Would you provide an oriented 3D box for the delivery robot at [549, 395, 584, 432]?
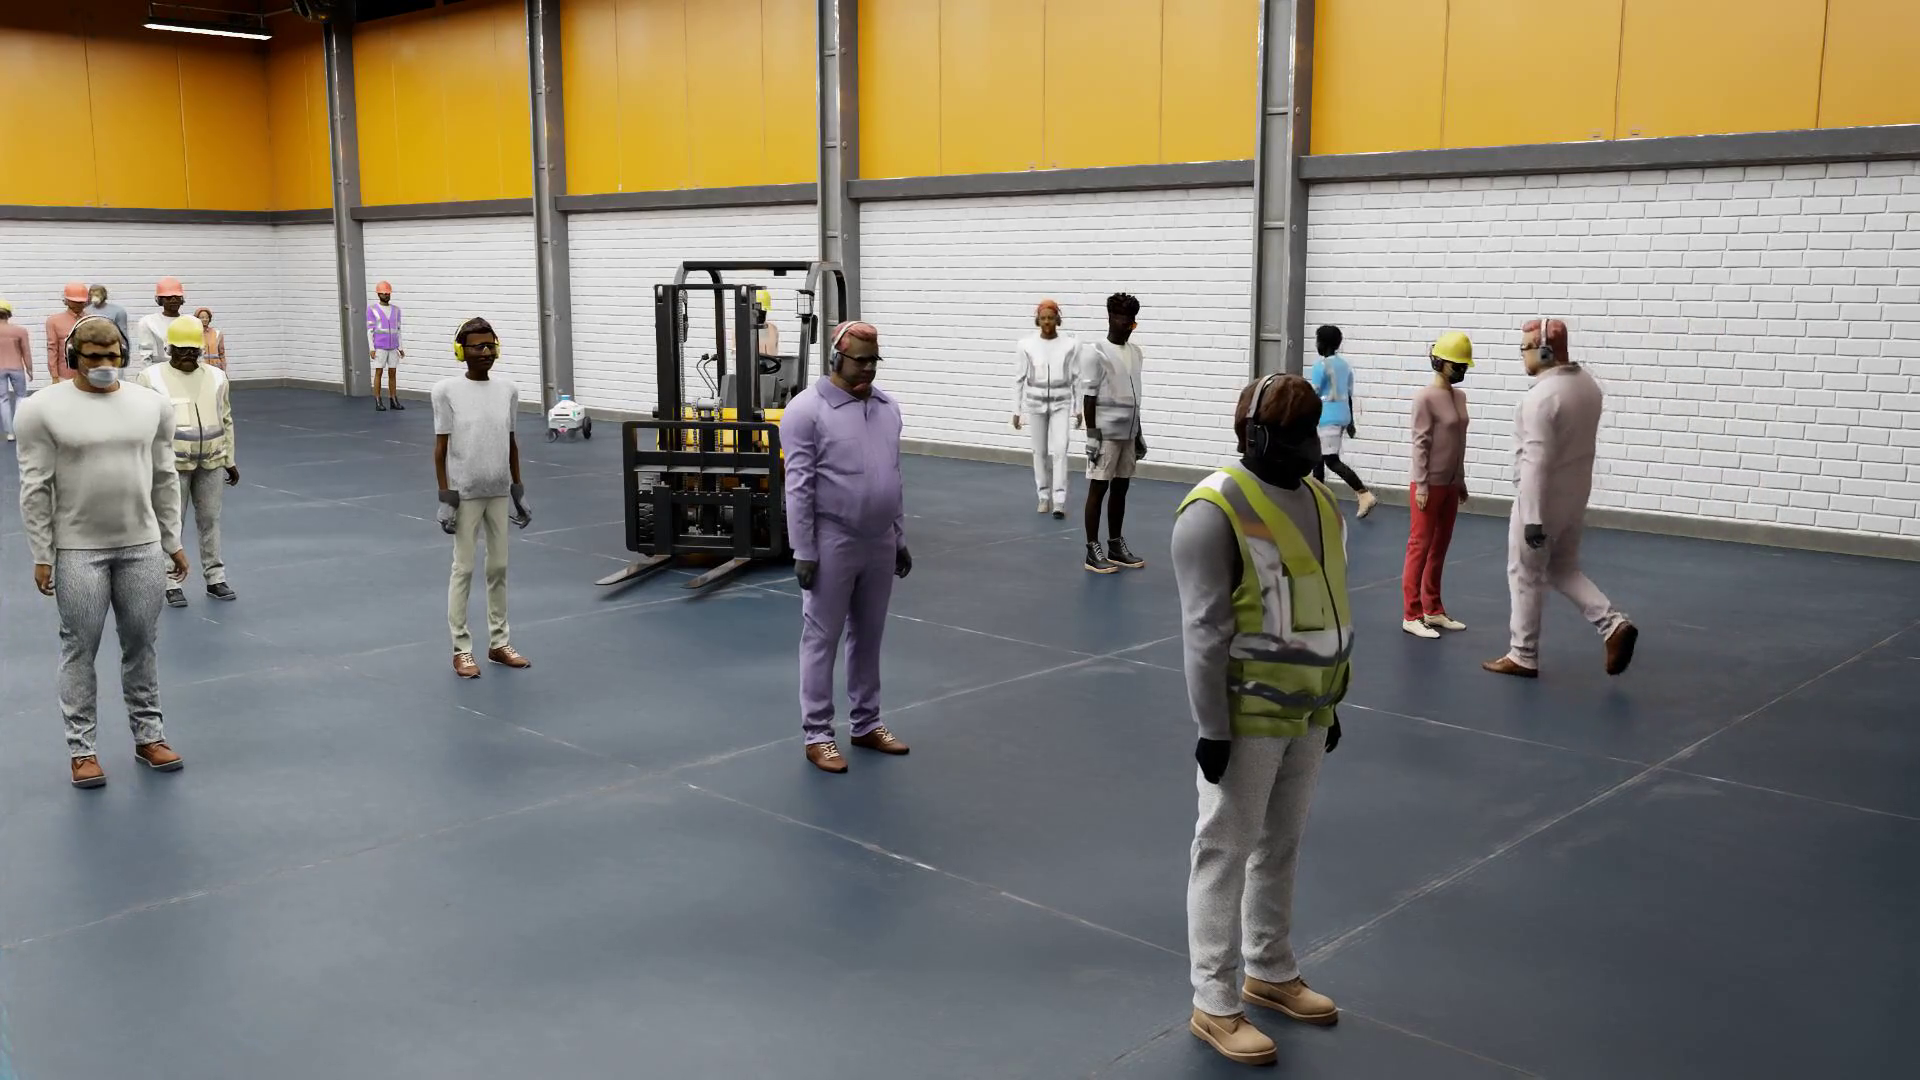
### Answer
[{"bbox_3d":[-4.855,-1.542,20.526,0.477,0.478,0.707,-1,9,-4],"label":"delivery robot"}]

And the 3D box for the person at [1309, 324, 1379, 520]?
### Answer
[{"bbox_3d":[3.213,-1.004,14.140,0.842,1.658,0.524,7,12,37],"label":"person"}]

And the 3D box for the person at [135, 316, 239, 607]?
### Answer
[{"bbox_3d":[-4.870,-0.497,10.531,0.403,1.822,0.589,9,13,43],"label":"person"}]

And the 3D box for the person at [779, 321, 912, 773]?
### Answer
[{"bbox_3d":[-0.454,0.020,7.120,0.407,1.902,0.639,9,13,43],"label":"person"}]

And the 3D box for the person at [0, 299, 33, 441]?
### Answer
[{"bbox_3d":[-11.726,-2.088,20.473,0.547,1.750,0.363,-5,11,-29],"label":"person"}]

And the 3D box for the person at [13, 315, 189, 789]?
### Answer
[{"bbox_3d":[-3.531,0.039,6.904,0.372,1.934,0.627,9,13,43],"label":"person"}]

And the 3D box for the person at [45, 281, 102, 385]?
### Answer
[{"bbox_3d":[-9.420,-1.766,17.811,0.392,1.986,0.610,9,13,43],"label":"person"}]

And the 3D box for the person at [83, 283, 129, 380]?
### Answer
[{"bbox_3d":[-11.661,-2.540,22.730,0.639,1.926,0.606,-2,9,-9],"label":"person"}]

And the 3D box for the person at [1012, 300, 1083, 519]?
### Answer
[{"bbox_3d":[0.743,-1.106,14.197,0.607,1.837,0.922,1,9,6],"label":"person"}]

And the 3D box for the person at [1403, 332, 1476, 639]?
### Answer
[{"bbox_3d":[2.790,-0.319,9.633,0.326,1.760,0.524,9,13,43],"label":"person"}]

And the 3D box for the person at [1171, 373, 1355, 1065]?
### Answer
[{"bbox_3d":[0.849,0.469,4.547,0.429,1.845,0.621,9,13,43],"label":"person"}]

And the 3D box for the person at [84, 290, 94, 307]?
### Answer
[{"bbox_3d":[-13.046,-2.824,24.853,0.906,1.813,0.515,-5,11,-29],"label":"person"}]

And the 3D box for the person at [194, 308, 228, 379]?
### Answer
[{"bbox_3d":[-9.391,-2.068,20.714,0.309,1.641,0.514,9,13,43],"label":"person"}]

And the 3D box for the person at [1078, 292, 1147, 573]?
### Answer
[{"bbox_3d":[1.093,-0.756,11.697,0.377,1.959,0.604,9,13,43],"label":"person"}]

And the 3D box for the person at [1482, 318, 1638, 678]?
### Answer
[{"bbox_3d":[3.056,-0.186,8.448,0.659,1.880,0.686,-8,12,-40],"label":"person"}]

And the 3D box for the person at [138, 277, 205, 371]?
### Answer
[{"bbox_3d":[-7.557,-1.507,16.039,0.377,2.045,0.605,9,13,43],"label":"person"}]

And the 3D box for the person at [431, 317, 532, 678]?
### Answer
[{"bbox_3d":[-2.497,-0.227,8.726,0.328,1.873,0.517,9,13,43],"label":"person"}]

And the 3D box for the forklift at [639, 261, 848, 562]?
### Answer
[{"bbox_3d":[-1.552,-1.040,12.721,1.214,2.155,2.313,2,9,11],"label":"forklift"}]

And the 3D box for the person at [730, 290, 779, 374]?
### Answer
[{"bbox_3d":[-2.033,-1.566,16.791,0.380,1.917,0.585,9,13,43],"label":"person"}]

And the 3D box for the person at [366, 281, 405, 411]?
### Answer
[{"bbox_3d":[-8.596,-2.904,24.931,0.360,1.939,0.543,9,13,43],"label":"person"}]
